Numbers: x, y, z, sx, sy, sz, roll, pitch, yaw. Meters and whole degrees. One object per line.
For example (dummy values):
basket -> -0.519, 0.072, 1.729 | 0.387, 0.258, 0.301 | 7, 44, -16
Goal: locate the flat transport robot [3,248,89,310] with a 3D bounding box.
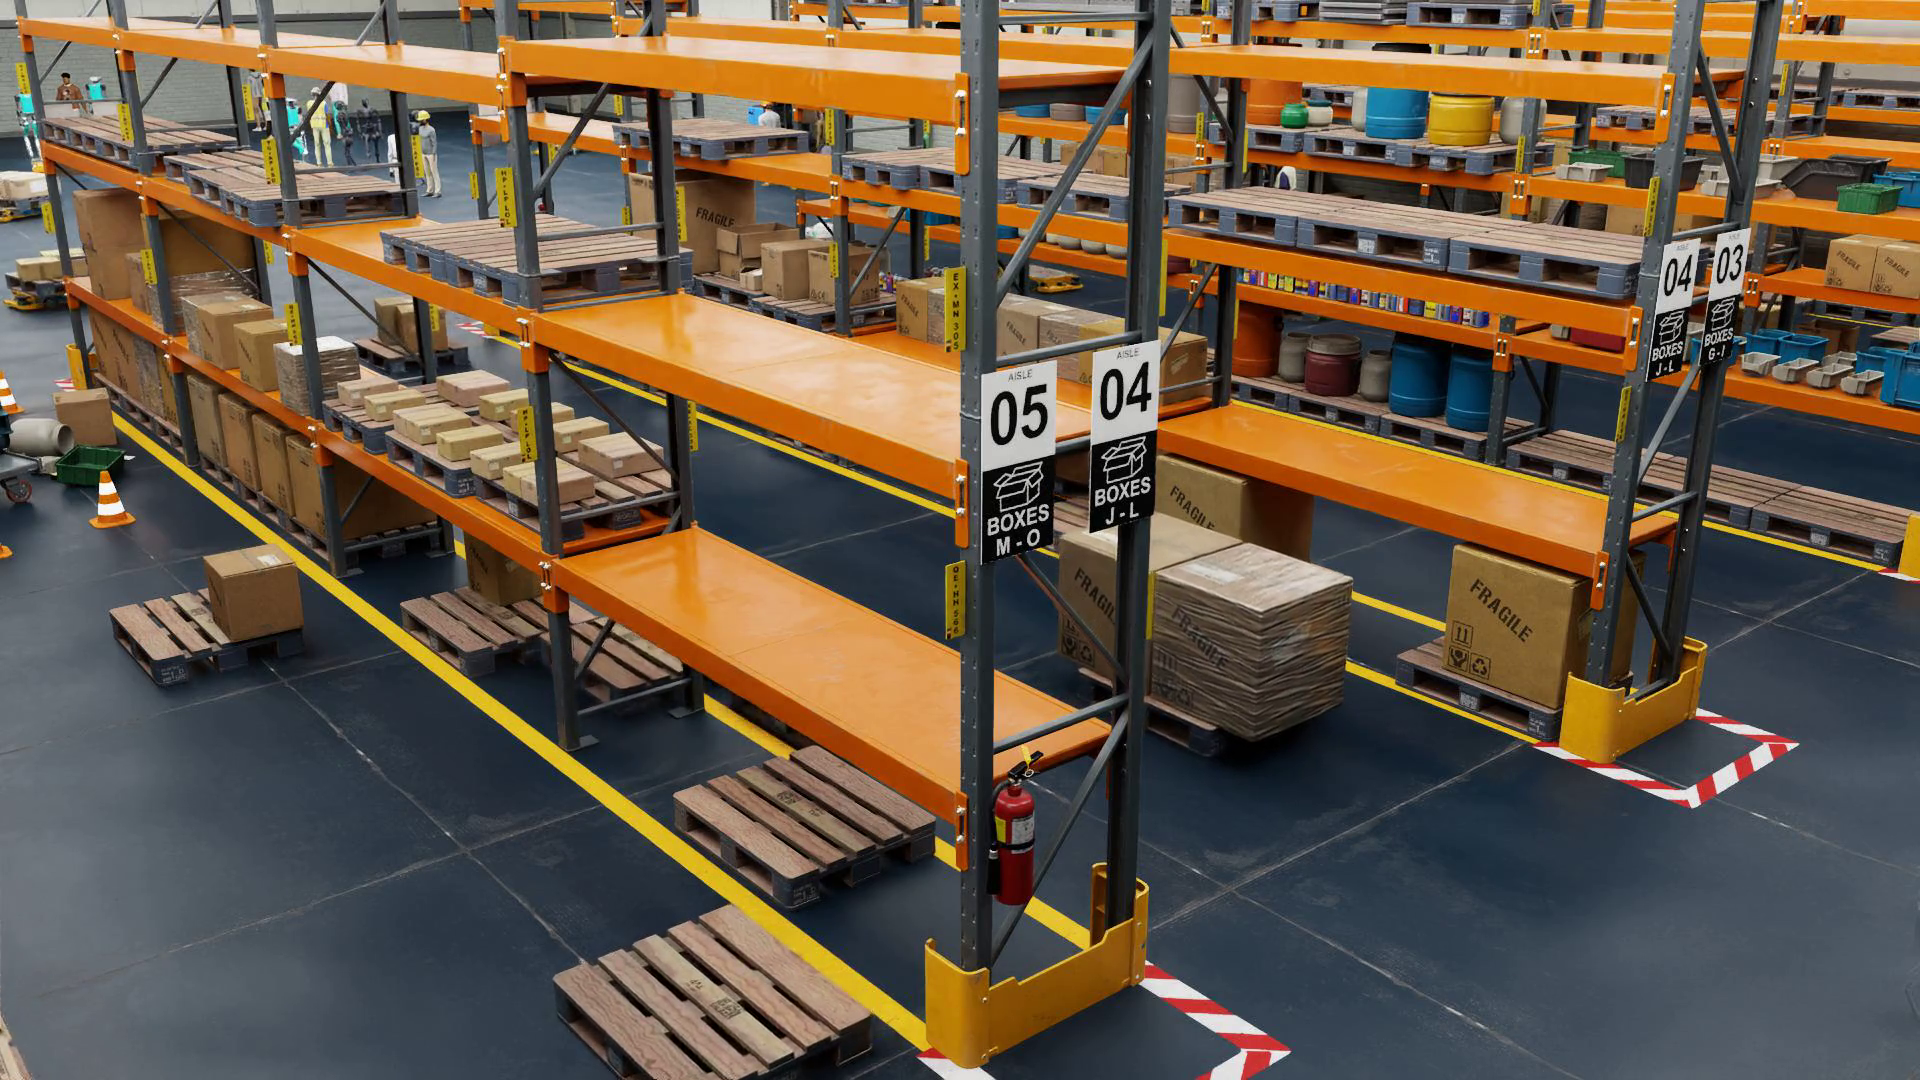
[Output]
flat transport robot -> -12.951, -3.544, 24.022 | 0.659, 0.231, 1.431 | 16, 25, 38

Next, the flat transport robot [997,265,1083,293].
flat transport robot -> 1.157, -3.962, 25.211 | 0.659, 0.231, 1.431 | -14, 24, -34

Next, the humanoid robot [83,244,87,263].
humanoid robot -> -11.483, -3.740, 22.461 | 0.596, 1.650, 0.463 | -13, 23, -32

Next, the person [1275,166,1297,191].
person -> 5.305, -5.469, 27.138 | 0.386, 1.838, 0.565 | 7, 21, 19

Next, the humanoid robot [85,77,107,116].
humanoid robot -> -22.730, -11.368, 44.112 | 0.549, 1.806, 0.805 | 1, 19, 3

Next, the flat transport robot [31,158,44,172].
flat transport robot -> -21.351, -8.782, 38.929 | 0.659, 0.231, 1.431 | -10, 22, -26

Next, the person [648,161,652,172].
person -> -5.106, -5.937, 28.283 | 0.373, 1.962, 0.603 | -2, 19, -7

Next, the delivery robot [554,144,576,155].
delivery robot -> -10.008, -10.015, 42.037 | 0.499, 0.613, 0.802 | -12, 23, -31

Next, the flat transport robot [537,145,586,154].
flat transport robot -> -10.019, -9.975, 42.325 | 0.659, 0.231, 1.431 | 11, 22, 28

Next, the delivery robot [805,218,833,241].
delivery robot -> -2.311, -5.130, 28.118 | 0.792, 0.603, 0.499 | -16, 25, -38

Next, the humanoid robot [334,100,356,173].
humanoid robot -> -14.102, -9.286, 38.264 | 0.390, 1.650, 0.589 | -7, 20, -18

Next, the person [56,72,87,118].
person -> -23.636, -11.490, 44.242 | 0.789, 1.856, 0.397 | -3, 20, -9

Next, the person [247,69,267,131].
person -> -20.058, -12.632, 47.479 | 0.390, 1.869, 0.501 | 13, 23, 32

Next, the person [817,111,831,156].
person -> -2.877, -8.582, 36.120 | 0.556, 1.747, 0.496 | -16, 25, -37

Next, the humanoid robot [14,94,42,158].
humanoid robot -> -22.942, -10.267, 41.001 | 0.530, 1.824, 0.715 | -15, 24, -37

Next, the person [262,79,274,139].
person -> -18.589, -11.570, 44.720 | 0.323, 1.688, 0.528 | -8, 21, -21

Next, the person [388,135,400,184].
person -> -10.494, -6.985, 31.383 | 0.573, 1.883, 0.355 | 2, 19, 6

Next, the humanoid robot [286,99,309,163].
humanoid robot -> -14.860, -9.032, 37.427 | 1.021, 1.736, 0.558 | 12, 22, 30

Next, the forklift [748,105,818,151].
forklift -> -4.526, -11.368, 42.374 | 1.129, 2.768, 1.873 | -15, 24, -37

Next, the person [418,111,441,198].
person -> -10.991, -7.964, 34.346 | 0.523, 1.767, 0.310 | 14, 24, 35

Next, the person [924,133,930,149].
person -> -0.790, -7.447, 32.912 | 0.469, 1.740, 0.345 | 11, 22, 29

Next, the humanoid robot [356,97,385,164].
humanoid robot -> -13.961, -9.661, 39.403 | 0.608, 1.632, 0.793 | -3, 20, -9

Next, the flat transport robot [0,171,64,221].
flat transport robot -> -18.030, -6.302, 31.872 | 0.659, 0.231, 1.431 | 7, 20, 18

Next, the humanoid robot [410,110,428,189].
humanoid robot -> -11.538, -8.379, 35.669 | 0.597, 1.647, 0.411 | 10, 22, 26

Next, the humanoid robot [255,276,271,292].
humanoid robot -> -10.294, -4.212, 23.846 | 0.600, 1.630, 0.743 | 2, 19, 4

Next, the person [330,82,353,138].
person -> -17.106, -12.066, 45.890 | 0.491, 1.851, 1.038 | -2, 19, -6

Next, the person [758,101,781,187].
person -> -4.117, -8.604, 35.988 | 0.569, 1.889, 0.389 | -11, 22, -28

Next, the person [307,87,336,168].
person -> -14.852, -9.542, 38.650 | 0.523, 1.893, 0.401 | 1, 19, 3
